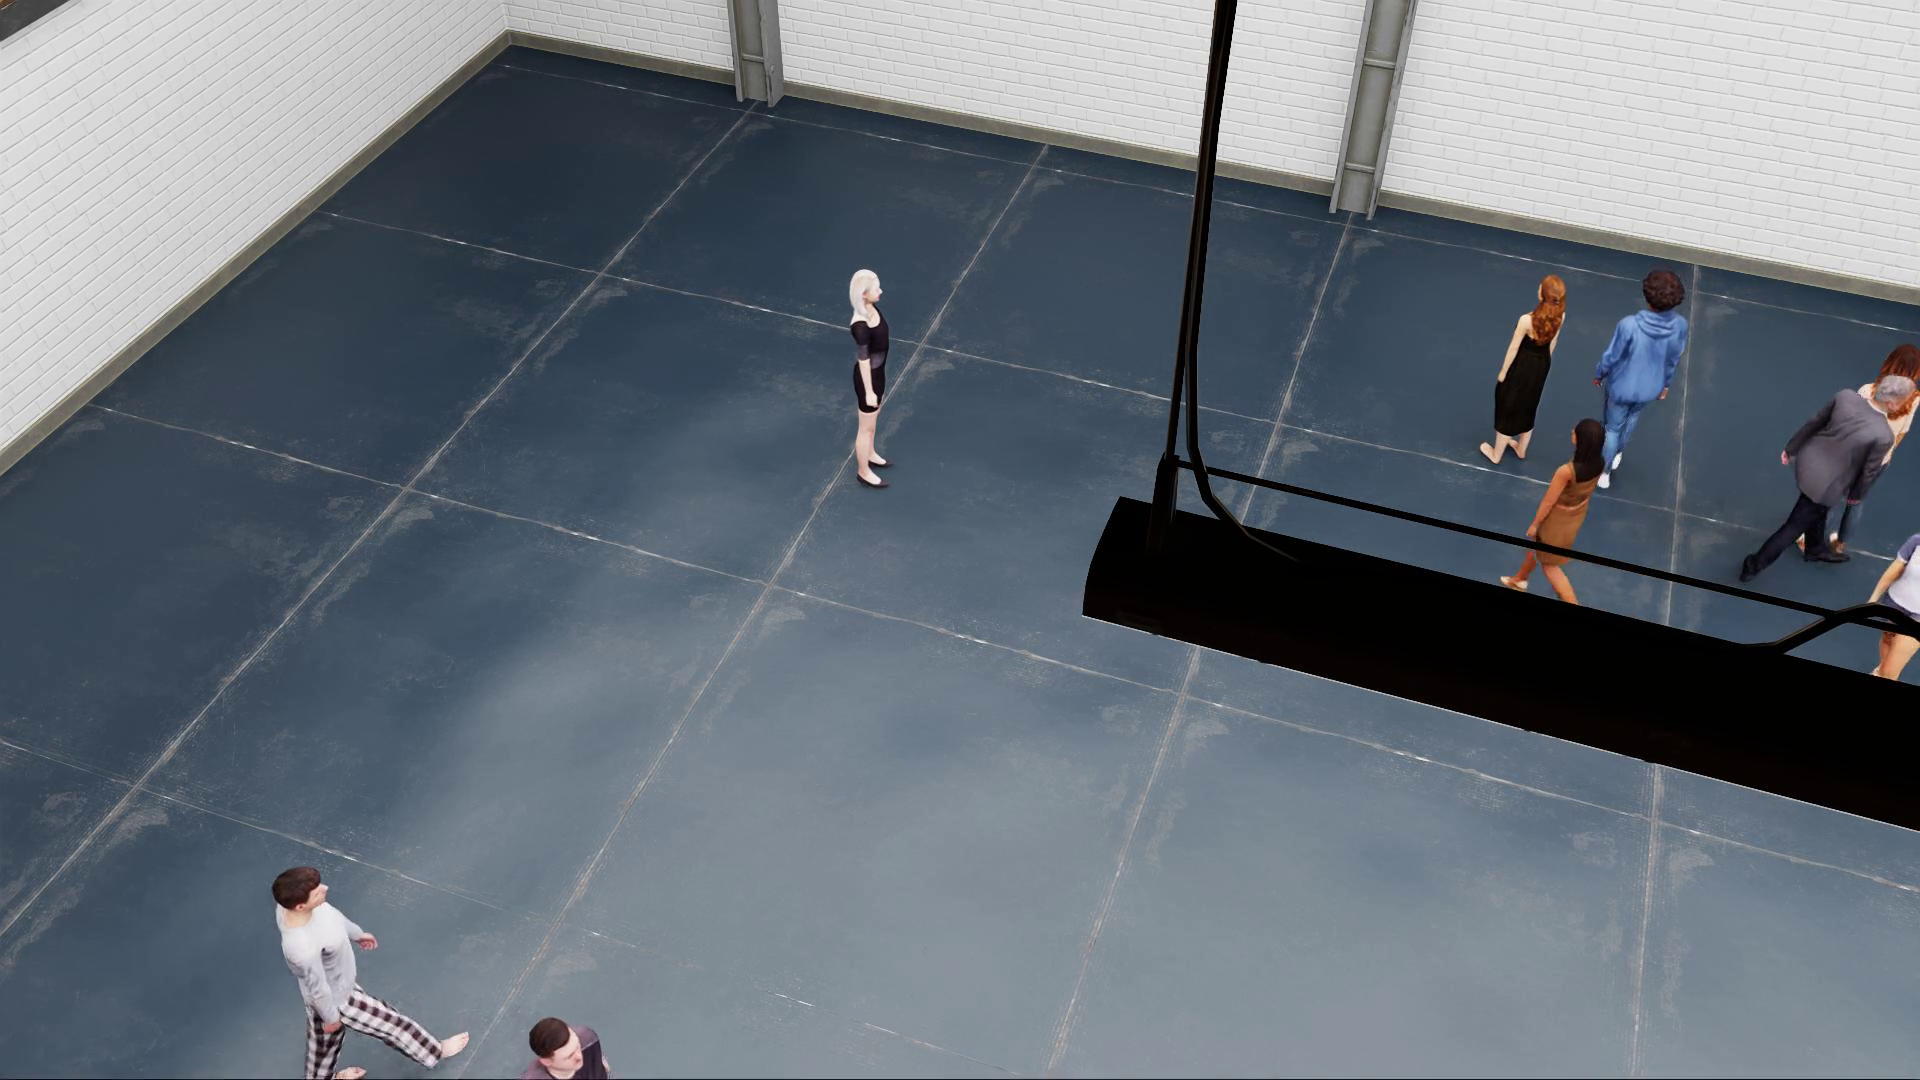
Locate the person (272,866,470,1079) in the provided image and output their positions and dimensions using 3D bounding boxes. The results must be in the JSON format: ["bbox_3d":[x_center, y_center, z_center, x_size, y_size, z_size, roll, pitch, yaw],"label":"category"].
[{"bbox_3d":[-3.265,2.272,8.403,1.136,1.813,1.087,-20,47,-19],"label":"person"}]

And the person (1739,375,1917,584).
[{"bbox_3d":[5.778,-0.408,11.242,1.219,1.778,1.068,-13,45,-13],"label":"person"}]

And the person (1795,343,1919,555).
[{"bbox_3d":[6.194,-0.582,11.415,0.523,1.791,0.687,6,44,6],"label":"person"}]

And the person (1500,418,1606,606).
[{"bbox_3d":[4.014,-0.060,10.962,0.924,1.660,1.103,-29,51,-27],"label":"person"}]

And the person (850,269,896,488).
[{"bbox_3d":[-0.662,-1.162,11.994,0.571,1.832,0.620,3,44,3],"label":"person"}]

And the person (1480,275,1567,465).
[{"bbox_3d":[4.173,-1.241,12.229,0.665,1.623,0.728,-17,46,-17],"label":"person"}]

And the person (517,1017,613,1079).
[{"bbox_3d":[-1.877,2.784,7.853,0.926,1.832,0.788,20,47,20],"label":"person"}]

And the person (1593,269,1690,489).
[{"bbox_3d":[4.872,-1.085,11.941,0.731,1.794,0.846,1,44,1],"label":"person"}]

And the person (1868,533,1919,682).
[{"bbox_3d":[5.999,0.411,10.452,1.027,1.683,1.135,-30,51,-28],"label":"person"}]
